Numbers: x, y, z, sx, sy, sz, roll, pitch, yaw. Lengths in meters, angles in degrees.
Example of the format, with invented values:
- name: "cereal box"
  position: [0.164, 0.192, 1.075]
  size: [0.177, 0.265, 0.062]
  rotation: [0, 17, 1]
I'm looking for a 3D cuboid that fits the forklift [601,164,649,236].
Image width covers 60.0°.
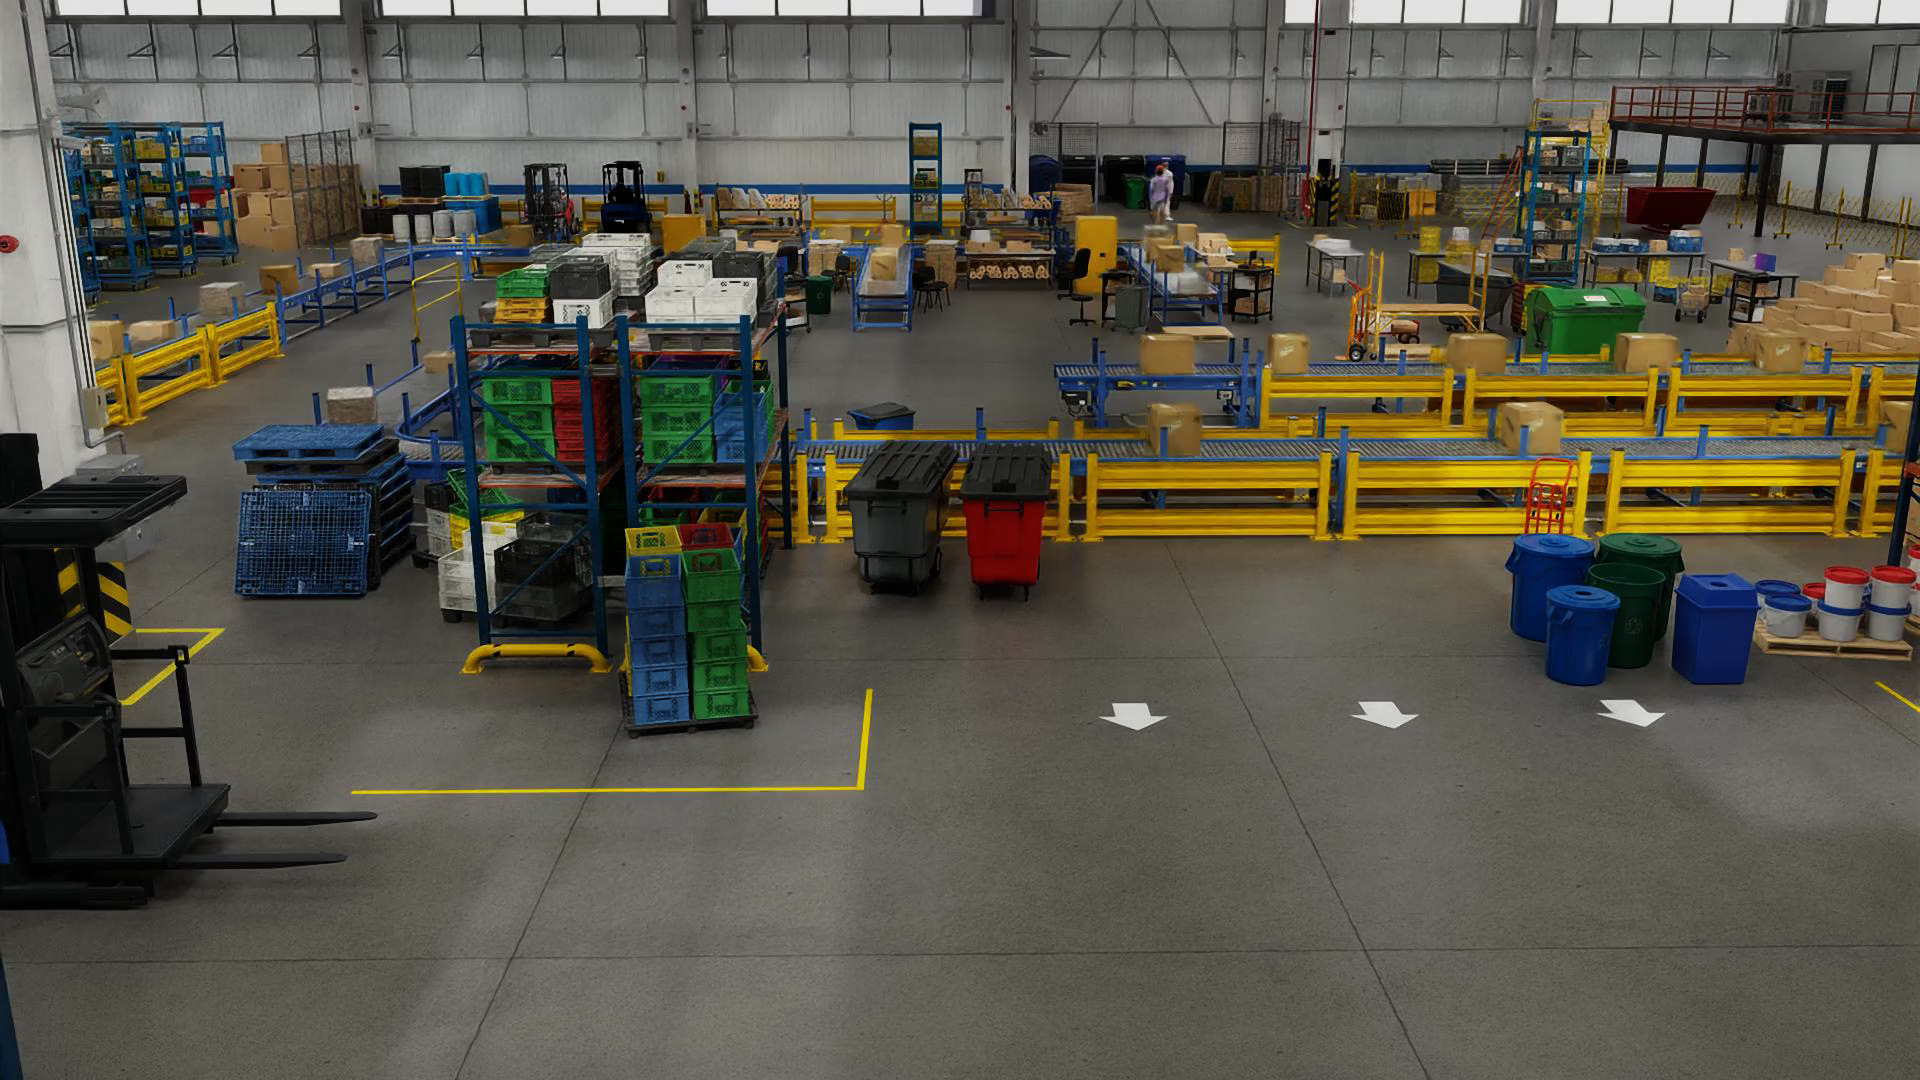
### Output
- name: "forklift"
  position: [-9.948, -10.127, 49.296]
  size: [1.157, 1.987, 2.680]
  rotation: [-1, 16, -3]

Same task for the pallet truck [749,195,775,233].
- name: "pallet truck"
  position: [-6.051, -9.967, 50.660]
  size: [0.680, 1.201, 1.601]
  rotation: [0, 16, -1]

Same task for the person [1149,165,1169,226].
- name: "person"
  position: [6.057, -10.513, 51.147]
  size: [0.637, 2.018, 0.824]
  rotation: [-5, 17, -16]

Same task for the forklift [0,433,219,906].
- name: "forklift"
  position: [-5.952, 0.780, 10.366]
  size: [1.873, 2.768, 1.129]
  rotation: [0, 16, -1]

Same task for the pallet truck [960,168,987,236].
- name: "pallet truck"
  position: [0.383, -10.230, 50.206]
  size: [0.823, 1.965, 1.885]
  rotation: [-1, 16, -3]

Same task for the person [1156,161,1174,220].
- name: "person"
  position: [6.766, -11.489, 54.737]
  size: [0.642, 1.913, 0.409]
  rotation: [13, 21, 38]

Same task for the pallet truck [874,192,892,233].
- name: "pallet truck"
  position: [-2.277, -9.986, 50.594]
  size: [0.653, 1.274, 1.630]
  rotation: [0, 16, -1]

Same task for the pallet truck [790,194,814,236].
- name: "pallet truck"
  position: [-4.814, -9.883, 50.259]
  size: [0.704, 1.261, 1.522]
  rotation: [-1, 16, -3]

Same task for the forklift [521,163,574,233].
- name: "forklift"
  position: [-12.233, -10.122, 49.298]
  size: [1.157, 1.987, 2.680]
  rotation: [0, 16, -1]

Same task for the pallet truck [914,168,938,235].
- name: "pallet truck"
  position: [-0.989, -10.316, 50.507]
  size: [0.823, 1.965, 1.885]
  rotation: [1, 16, 3]
